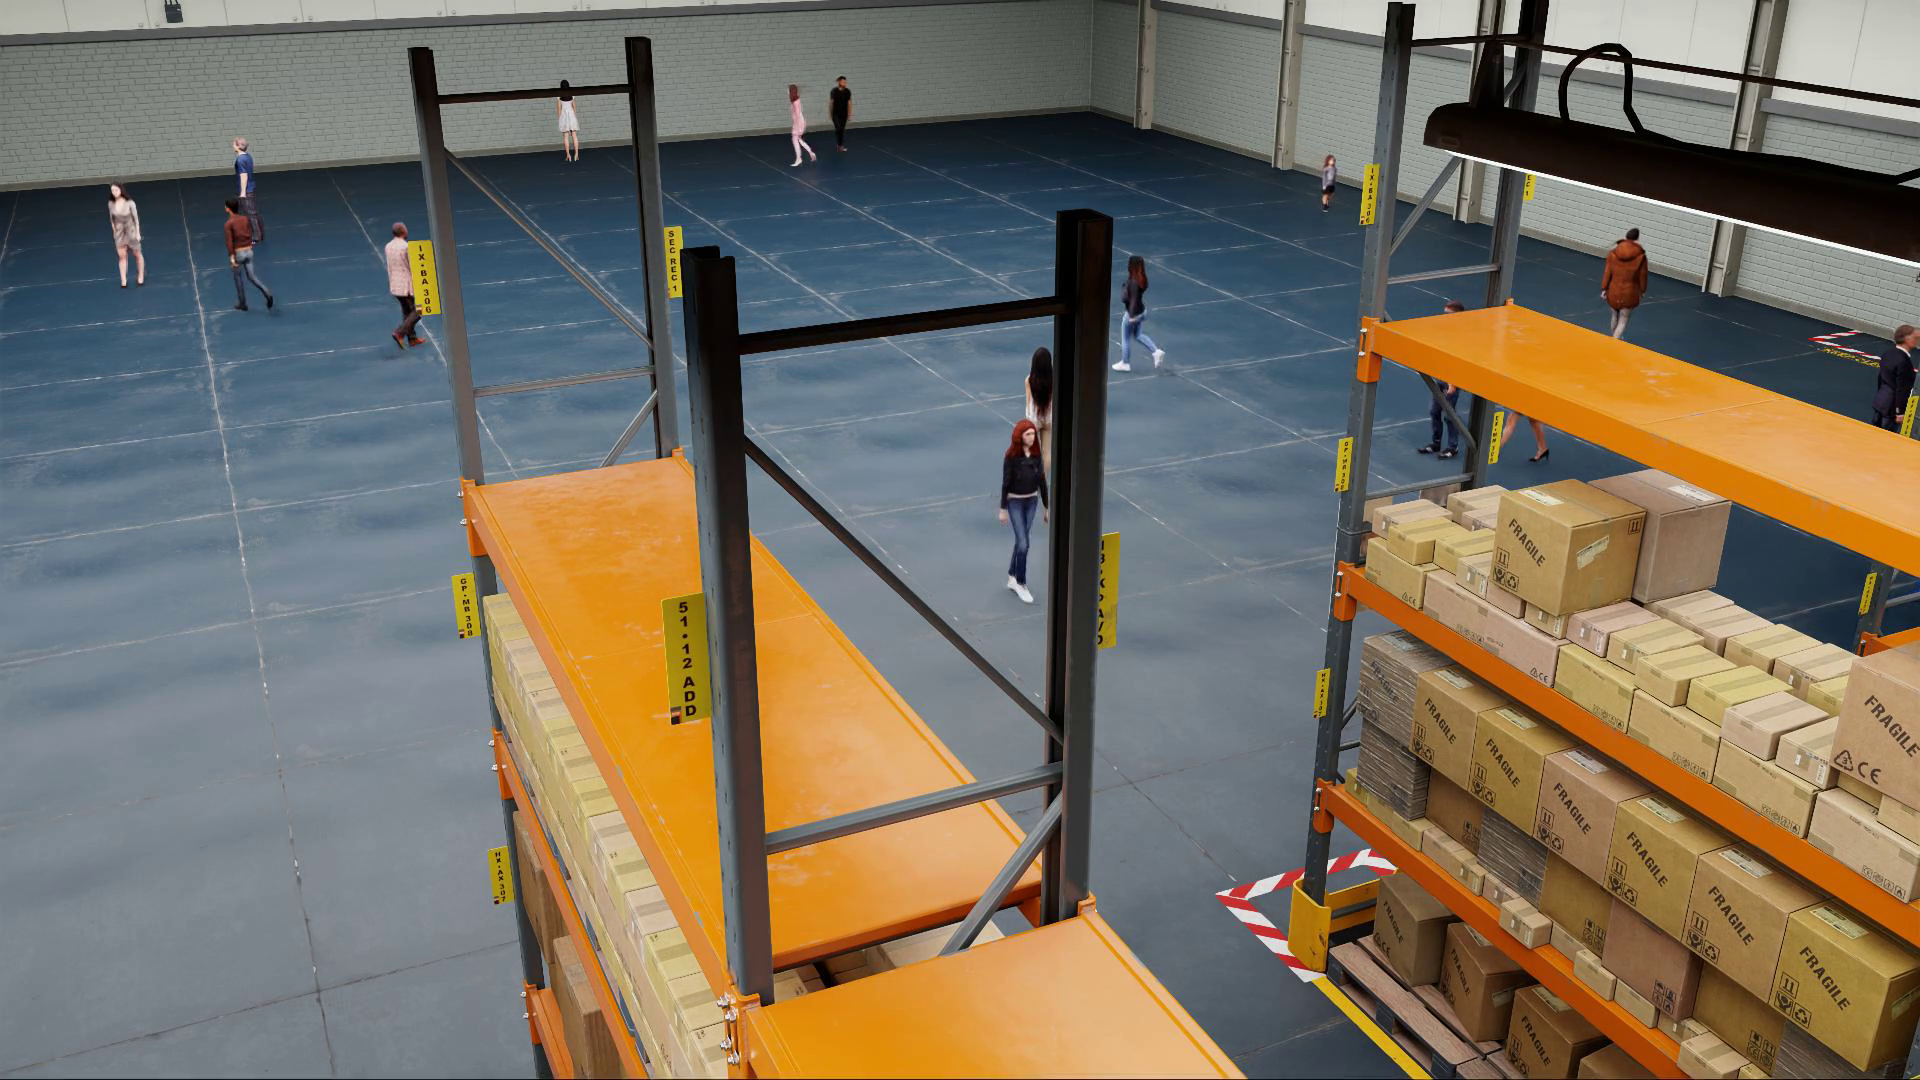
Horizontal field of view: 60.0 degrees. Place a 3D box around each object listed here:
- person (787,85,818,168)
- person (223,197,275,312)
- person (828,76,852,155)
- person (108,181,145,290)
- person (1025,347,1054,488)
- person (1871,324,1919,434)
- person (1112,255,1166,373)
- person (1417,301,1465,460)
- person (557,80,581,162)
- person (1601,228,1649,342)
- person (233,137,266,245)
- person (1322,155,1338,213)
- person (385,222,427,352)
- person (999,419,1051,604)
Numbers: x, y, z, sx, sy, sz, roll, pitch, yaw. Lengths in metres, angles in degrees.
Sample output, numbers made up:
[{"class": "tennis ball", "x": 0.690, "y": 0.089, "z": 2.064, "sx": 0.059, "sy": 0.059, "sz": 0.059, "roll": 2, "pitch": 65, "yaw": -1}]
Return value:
[{"class": "person", "x": -3.501, "y": -9.088, "z": 36.514, "sx": 0.827, "sy": 1.773, "sz": 0.866, "roll": -2, "pitch": 23, "yaw": -5}, {"class": "person", "x": -10.850, "y": -4.312, "z": 25.302, "sx": 1.129, "sy": 1.757, "sz": 0.984, "roll": 13, "pitch": 26, "yaw": 27}, {"class": "person", "x": -2.799, "y": -9.755, "z": 38.150, "sx": 0.684, "sy": 1.718, "sz": 1.073, "roll": -7, "pitch": 24, "yaw": -15}, {"class": "person", "x": -13.354, "y": -4.900, "z": 26.752, "sx": 0.840, "sy": 1.704, "sz": 1.123, "roll": -2, "pitch": 23, "yaw": -6}, {"class": "person", "x": 0.895, "y": -1.327, "z": 18.416, "sx": 0.646, "sy": 1.653, "sz": 0.579, "roll": -10, "pitch": 25, "yaw": -22}, {"class": "person", "x": 10.472, "y": -1.545, "z": 18.720, "sx": 0.828, "sy": 1.816, "sz": 0.708, "roll": 2, "pitch": 23, "yaw": 4}, {"class": "person", "x": 2.433, "y": -3.046, "z": 22.506, "sx": 1.058, "sy": 1.615, "sz": 0.964, "roll": 10, "pitch": 25, "yaw": 23}, {"class": "person", "x": 5.738, "y": -1.877, "z": 19.441, "sx": 0.702, "sy": 1.863, "sz": 0.547, "roll": -9, "pitch": 25, "yaw": -21}, {"class": "person", "x": -8.780, "y": -9.391, "z": 37.226, "sx": 0.630, "sy": 1.773, "sz": 0.610, "roll": -10, "pitch": 25, "yaw": -23}, {"class": "person", "x": 9.165, "y": -3.366, "z": 23.040, "sx": 1.197, "sy": 1.787, "sz": 1.110, "roll": 17, "pitch": 28, "yaw": 34}, {"class": "person", "x": -12.725, "y": -6.246, "z": 29.705, "sx": 0.786, "sy": 1.871, "sz": 0.604, "roll": -2, "pitch": 23, "yaw": -5}, {"class": "person", "x": 7.133, "y": -6.932, "z": 32.304, "sx": 0.483, "sy": 1.099, "sz": 0.488, "roll": -9, "pitch": 25, "yaw": -21}, {"class": "person", "x": -7.884, "y": -3.551, "z": 23.476, "sx": 1.024, "sy": 1.785, "sz": 1.038, "roll": 13, "pitch": 26, "yaw": 27}, {"class": "person", "x": 0.546, "y": -0.323, "z": 15.898, "sx": 0.649, "sy": 1.776, "sz": 0.795, "roll": -13, "pitch": 26, "yaw": -27}]
